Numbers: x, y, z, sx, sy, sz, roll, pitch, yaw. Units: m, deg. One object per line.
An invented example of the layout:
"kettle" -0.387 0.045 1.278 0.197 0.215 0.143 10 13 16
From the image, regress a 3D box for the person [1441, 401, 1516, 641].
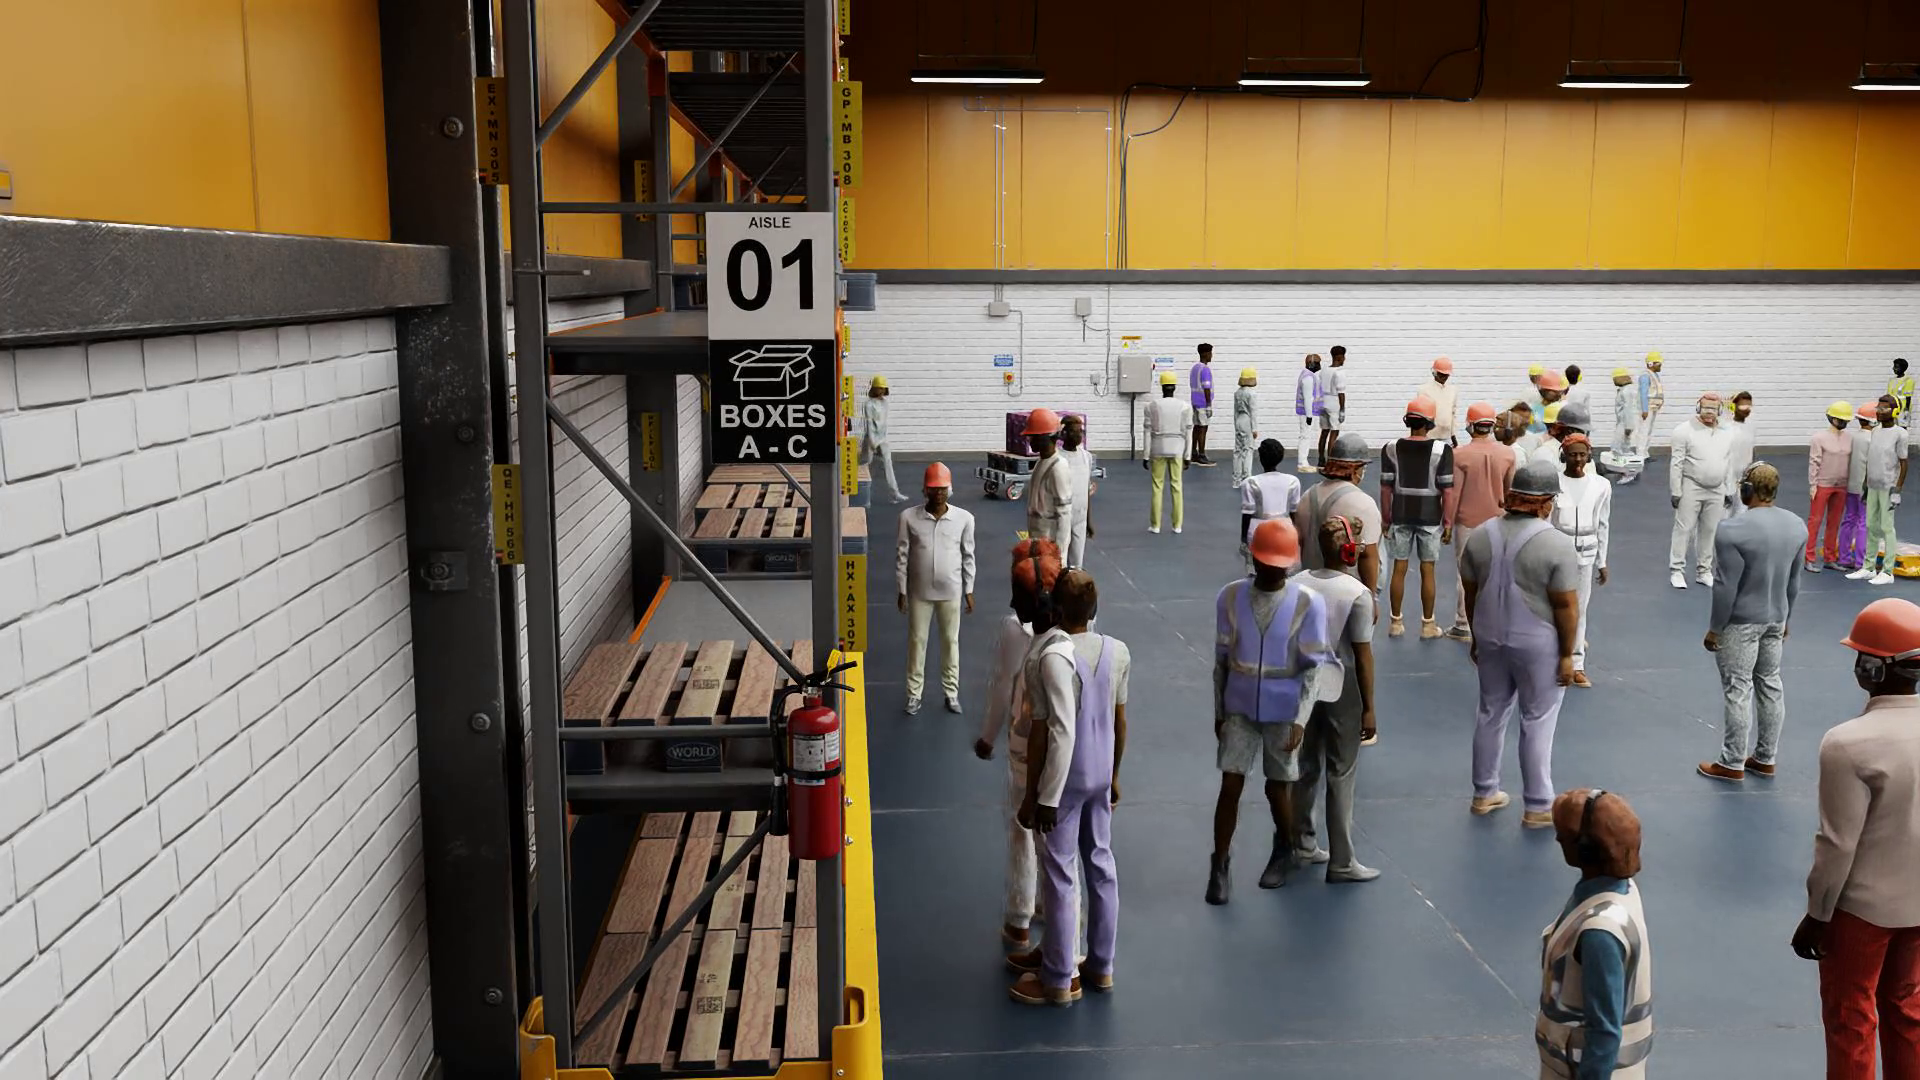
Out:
"person" 4.298 -0.152 13.809 0.608 1.996 0.381 -2 9 -9

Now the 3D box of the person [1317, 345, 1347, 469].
"person" 5.817 -2.053 25.896 0.398 1.958 0.599 -4 10 -22

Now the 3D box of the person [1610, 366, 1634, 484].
"person" 9.611 -1.652 24.119 0.417 1.718 0.514 3 10 19

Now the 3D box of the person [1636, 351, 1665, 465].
"person" 11.070 -2.120 26.679 0.403 1.830 0.600 6 11 35

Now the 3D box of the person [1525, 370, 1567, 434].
"person" 6.314 -0.821 17.937 0.645 2.018 0.499 -4 10 -24

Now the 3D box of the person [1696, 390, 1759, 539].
"person" 8.088 -0.654 17.440 0.515 1.851 0.675 -2 9 -13

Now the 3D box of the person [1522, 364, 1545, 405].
"person" 8.268 -1.648 23.922 0.525 1.771 0.305 -3 10 -21

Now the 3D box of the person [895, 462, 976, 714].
"person" -0.170 0.333 11.507 0.562 1.756 0.321 -1 9 -3

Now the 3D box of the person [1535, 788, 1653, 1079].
"person" 1.752 1.489 4.629 0.308 1.636 0.524 4 10 22

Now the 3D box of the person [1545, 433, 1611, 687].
"person" 4.483 0.153 12.254 0.573 1.883 0.356 0 9 3

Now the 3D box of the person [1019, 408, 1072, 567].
"person" 0.640 0.023 12.568 0.376 2.040 0.616 -2 9 -12

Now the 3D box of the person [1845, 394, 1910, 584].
"person" 9.069 -0.500 16.379 0.327 1.876 0.516 -2 9 -11

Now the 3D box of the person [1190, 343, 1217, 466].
"person" 3.872 -2.166 26.546 0.366 1.967 0.603 -2 9 -15

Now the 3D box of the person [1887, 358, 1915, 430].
"person" 15.320 -2.123 27.153 0.321 1.689 0.530 -2 9 -12

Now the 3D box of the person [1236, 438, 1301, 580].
"person" 2.552 0.018 13.744 0.566 1.701 0.414 -2 9 -13

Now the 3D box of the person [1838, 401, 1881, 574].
"person" 9.221 -0.534 16.957 0.322 1.755 0.565 -1 9 -8

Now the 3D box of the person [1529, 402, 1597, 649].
"person" 4.883 -0.102 13.355 0.676 2.000 0.536 -7 11 -38

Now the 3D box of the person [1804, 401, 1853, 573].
"person" 8.909 -0.542 16.997 0.522 1.765 0.317 -2 9 -13

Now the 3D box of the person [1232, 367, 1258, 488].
"person" 4.070 -1.583 23.585 0.297 1.745 0.484 -4 10 -25

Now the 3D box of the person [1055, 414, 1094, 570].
"person" 0.942 -0.162 14.347 0.508 1.847 0.345 -6 11 -34

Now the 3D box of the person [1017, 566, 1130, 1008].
"person" 0.466 1.019 6.929 0.506 1.846 0.345 -6 11 -34

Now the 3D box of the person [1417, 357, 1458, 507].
"person" 6.153 -1.363 21.444 0.608 1.987 0.388 -3 10 -20

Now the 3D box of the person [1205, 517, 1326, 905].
"person" 1.486 0.813 8.040 0.559 1.904 0.640 4 10 23

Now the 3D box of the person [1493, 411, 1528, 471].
"person" 4.824 -0.219 14.701 0.347 1.847 0.505 2 9 10

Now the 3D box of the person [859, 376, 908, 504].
"person" -1.096 -1.317 22.032 0.888 1.698 0.503 7 11 37

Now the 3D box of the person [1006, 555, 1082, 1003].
"person" 0.367 0.992 6.973 0.337 1.884 0.583 0 9 0

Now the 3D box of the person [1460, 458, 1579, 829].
"person" 3.152 0.554 9.239 0.536 2.000 0.688 -7 11 -36

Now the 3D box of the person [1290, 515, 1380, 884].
"person" 1.852 0.793 8.341 0.389 1.847 0.563 -5 11 -31

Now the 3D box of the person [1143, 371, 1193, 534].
"person" 2.430 -1.029 19.572 0.587 1.918 0.399 -1 9 -5

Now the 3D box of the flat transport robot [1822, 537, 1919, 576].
"flat transport robot" 9.674 0.161 17.246 0.652 0.197 1.431 -1 9 -5

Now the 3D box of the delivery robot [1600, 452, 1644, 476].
"delivery robot" 9.690 -1.157 24.341 0.477 0.478 0.707 -1 9 -8

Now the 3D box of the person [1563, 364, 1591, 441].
"person" 8.173 -1.432 22.315 0.524 1.851 0.463 3 10 19

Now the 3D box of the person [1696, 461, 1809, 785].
"person" 4.720 0.494 9.935 0.632 1.940 0.372 -3 10 -21

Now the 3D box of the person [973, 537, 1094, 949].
"person" 0.366 0.905 7.587 0.456 1.869 0.568 6 11 33

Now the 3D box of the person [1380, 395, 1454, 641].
"person" 3.799 -0.180 13.839 0.608 2.044 0.370 5 10 28

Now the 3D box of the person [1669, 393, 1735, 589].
"person" 7.208 -0.475 16.130 0.642 1.905 0.399 -1 9 -7

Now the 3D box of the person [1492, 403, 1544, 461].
"person" 5.336 -0.416 16.023 0.519 1.817 0.962 2 9 14

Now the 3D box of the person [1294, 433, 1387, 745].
"person" 2.506 0.304 10.806 0.535 2.000 0.680 -5 10 -27

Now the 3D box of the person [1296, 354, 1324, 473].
"person" 5.385 -1.950 25.624 0.430 1.835 0.628 2 9 11

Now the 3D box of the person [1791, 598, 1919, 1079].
"person" 3.009 1.176 5.476 0.612 1.995 0.377 -4 10 -23
